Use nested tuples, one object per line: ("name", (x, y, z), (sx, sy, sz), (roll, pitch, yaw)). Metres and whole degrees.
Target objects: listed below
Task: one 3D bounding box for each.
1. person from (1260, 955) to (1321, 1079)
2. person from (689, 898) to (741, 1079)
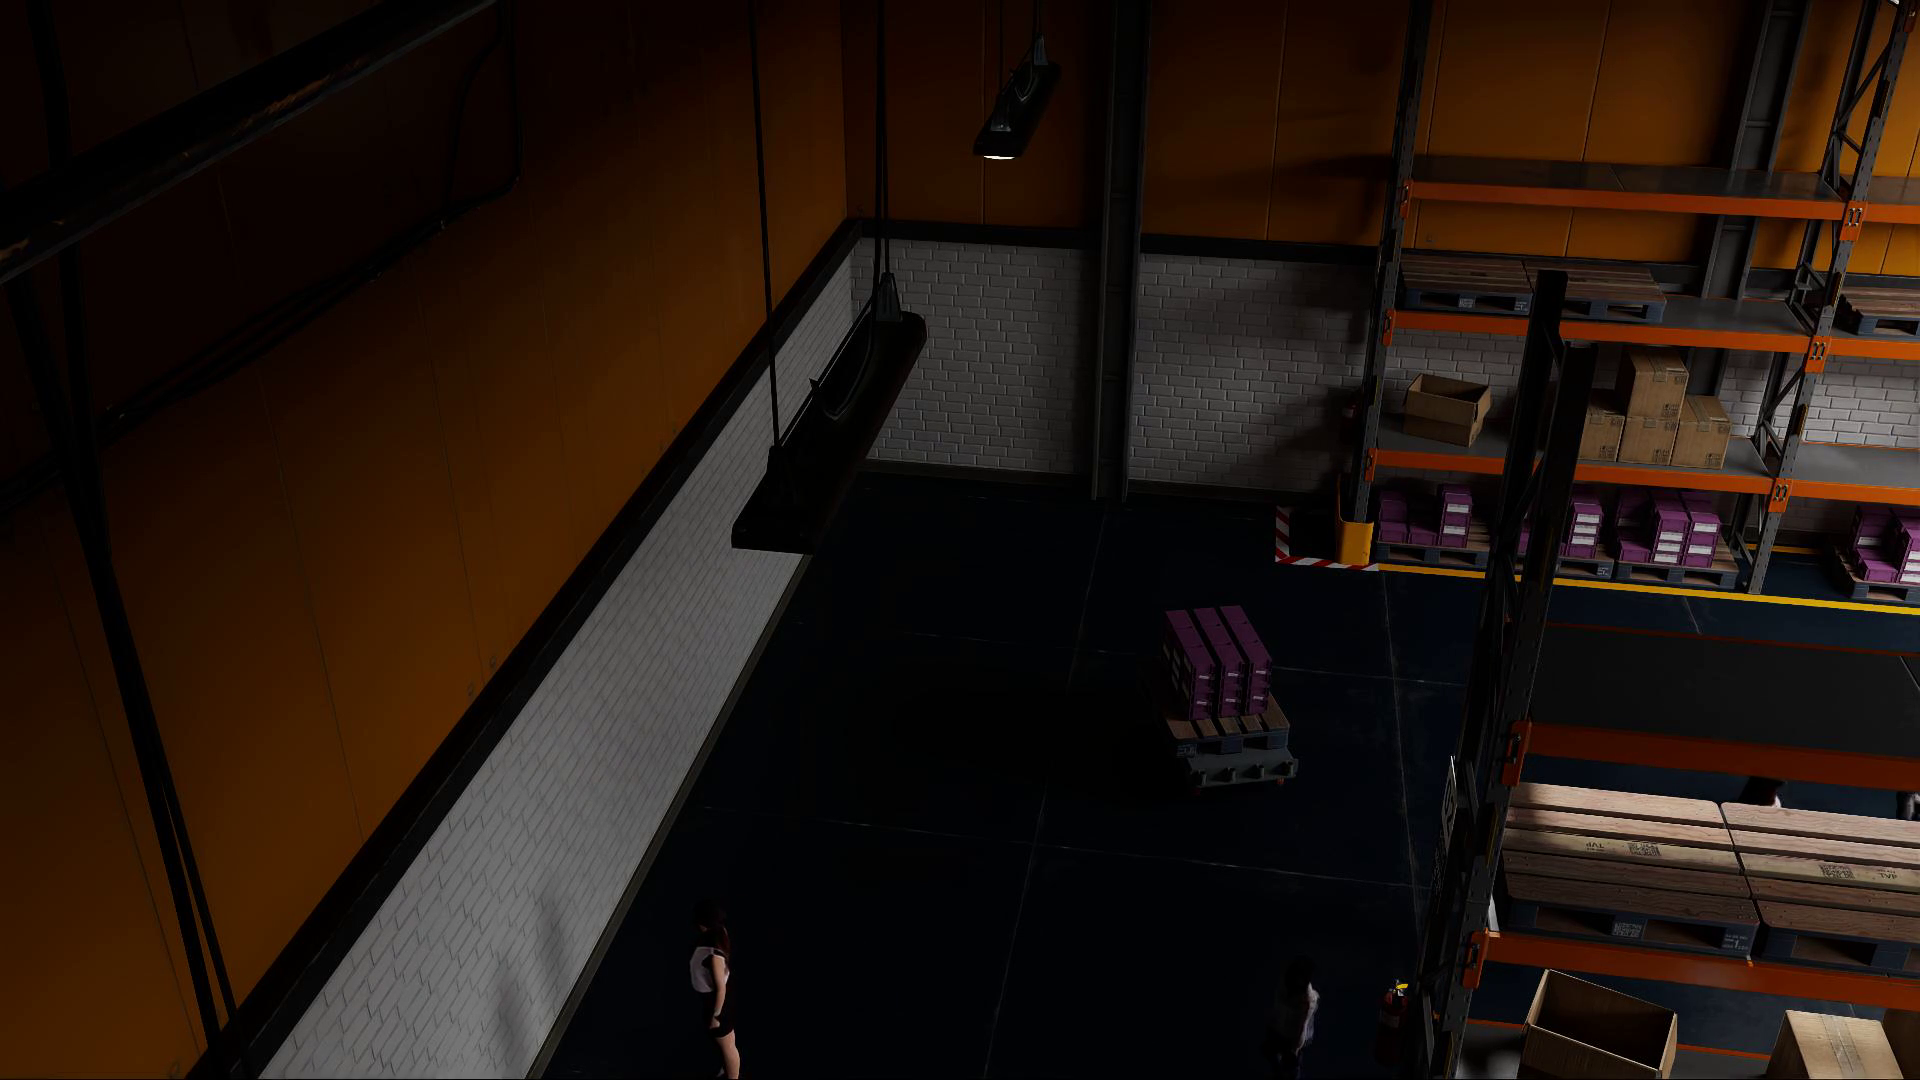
("person", (2.224, 3.178, 10.874), (0.626, 1.250, 0.581), (-10, 30, -18))
("person", (-1.579, 2.983, 10.814), (0.629, 1.649, 0.623), (-7, 29, -12))
